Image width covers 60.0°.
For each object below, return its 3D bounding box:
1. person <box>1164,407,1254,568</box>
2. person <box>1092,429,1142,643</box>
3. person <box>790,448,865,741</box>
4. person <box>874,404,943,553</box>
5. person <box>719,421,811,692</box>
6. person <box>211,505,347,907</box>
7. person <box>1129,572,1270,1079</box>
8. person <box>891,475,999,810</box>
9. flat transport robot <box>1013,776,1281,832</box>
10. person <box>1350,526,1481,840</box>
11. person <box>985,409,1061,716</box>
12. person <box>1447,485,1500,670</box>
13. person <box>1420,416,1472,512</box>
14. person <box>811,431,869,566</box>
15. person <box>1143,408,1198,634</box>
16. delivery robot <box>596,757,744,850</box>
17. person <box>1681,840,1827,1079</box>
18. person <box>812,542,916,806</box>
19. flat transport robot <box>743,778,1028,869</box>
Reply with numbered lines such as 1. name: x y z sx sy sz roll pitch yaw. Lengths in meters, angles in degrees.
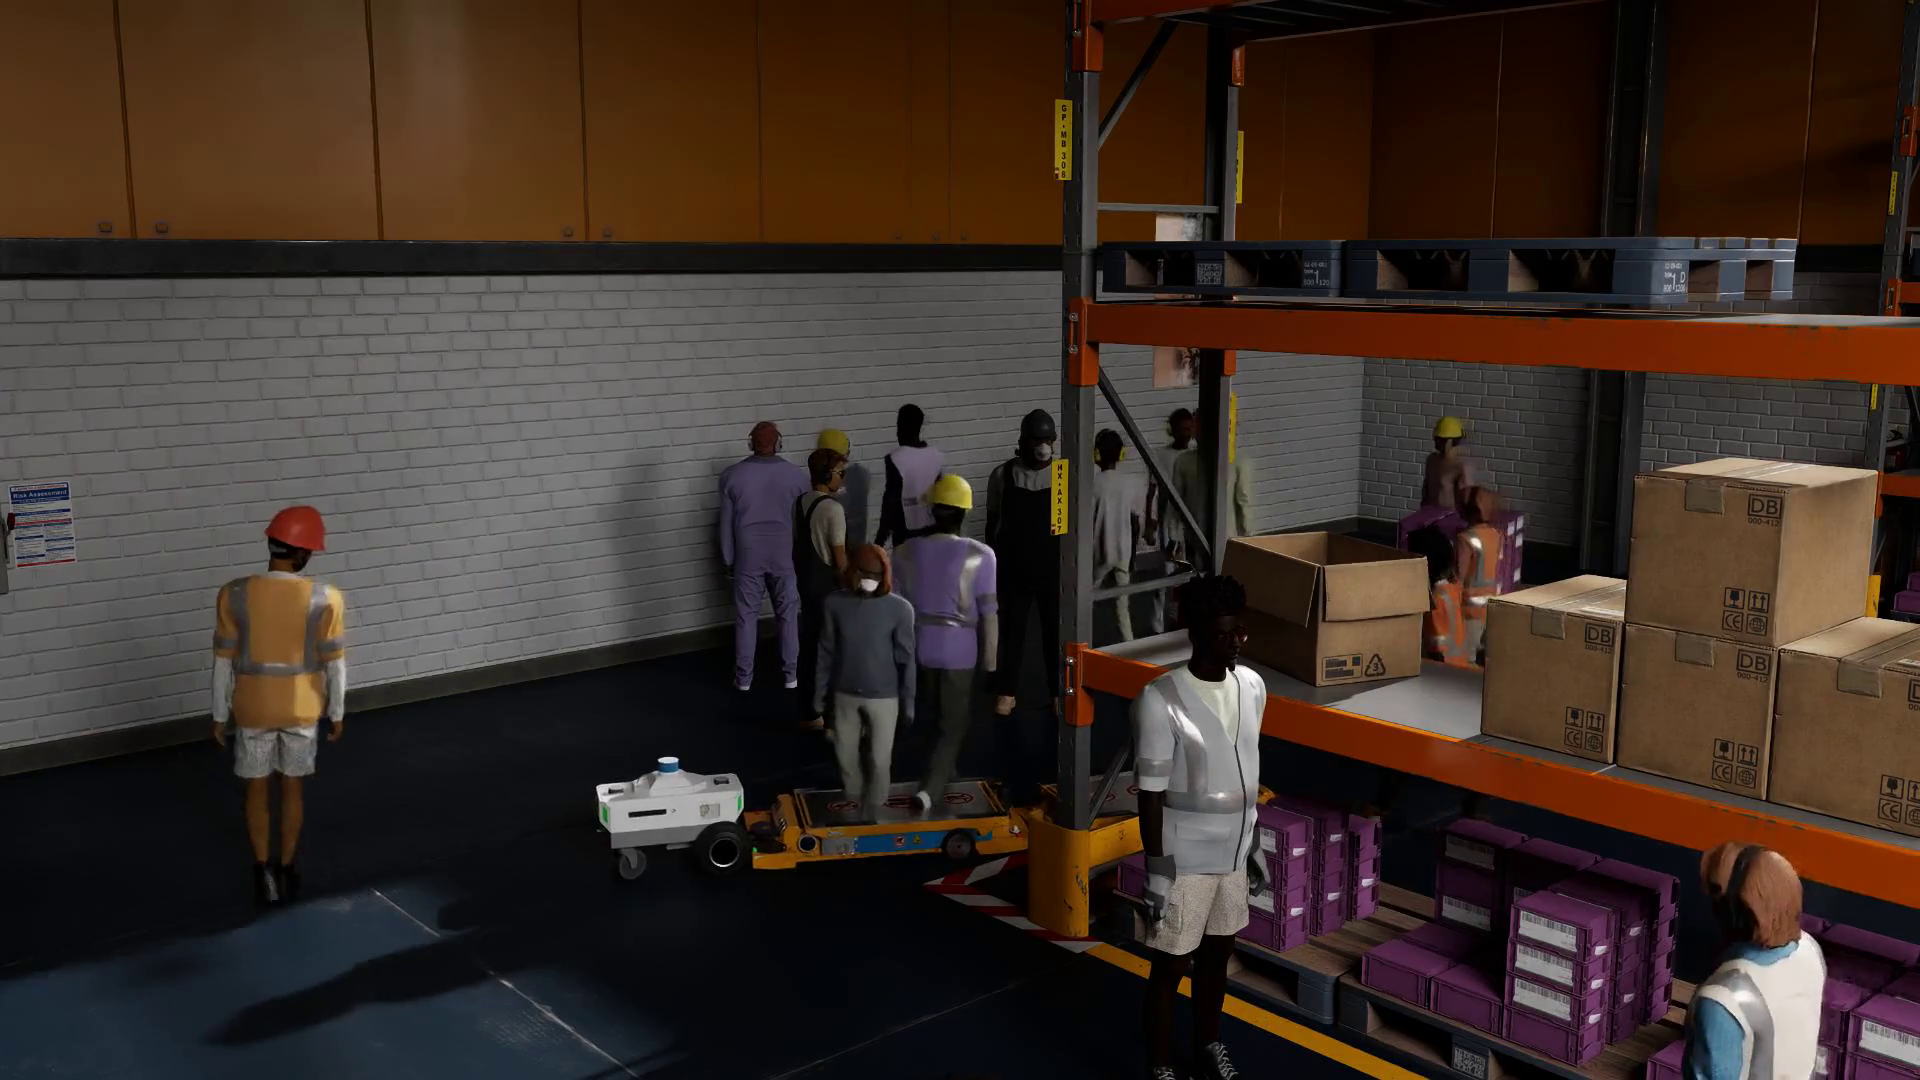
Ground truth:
1. person: 1.798 -0.005 12.106 0.599 1.969 0.495 7 12 37
2. person: 1.017 0.132 11.736 0.509 1.826 0.913 -2 10 -13
3. person: -0.854 0.340 10.475 0.344 1.840 0.507 -8 13 -40
4. person: -0.393 -0.099 12.895 0.505 1.924 0.608 7 12 36
5. person: -1.350 0.113 11.673 0.662 1.895 0.402 -1 10 -8
6. person: -3.158 0.778 7.748 0.600 1.895 0.421 -3 10 -17
7. person: 0.851 1.076 5.794 0.606 1.966 0.367 -8 13 -40
8. person: -0.112 0.610 8.778 0.604 1.890 0.838 4 10 21
9. flat transport robot: 1.063 1.407 8.816 1.431 0.197 0.652 -4 10 -20
10. person: 2.337 0.750 8.574 0.834 1.656 0.555 4 11 24
11. person: 0.496 0.157 10.959 0.682 2.000 0.537 1 10 6
12. person: 3.248 0.466 10.370 0.657 1.619 0.517 7 12 37
13. person: 4.018 -0.152 13.622 0.582 1.746 0.535 -4 10 -20
14. person: -0.940 0.057 12.374 0.603 1.768 0.629 5 11 29
15. person: 1.736 -0.122 13.136 0.527 1.854 0.377 -2 10 -13
16. delivery robot: -1.440 1.318 8.234 0.707 0.478 0.477 -3 10 -16
17. person: 1.991 1.539 4.097 0.527 1.616 0.653 -7 12 -35
18. person: -0.479 0.794 8.488 0.565 1.614 0.400 3 10 19
19. flat transport robot: -0.378 1.447 8.579 1.431 0.197 0.652 -2 10 -11
